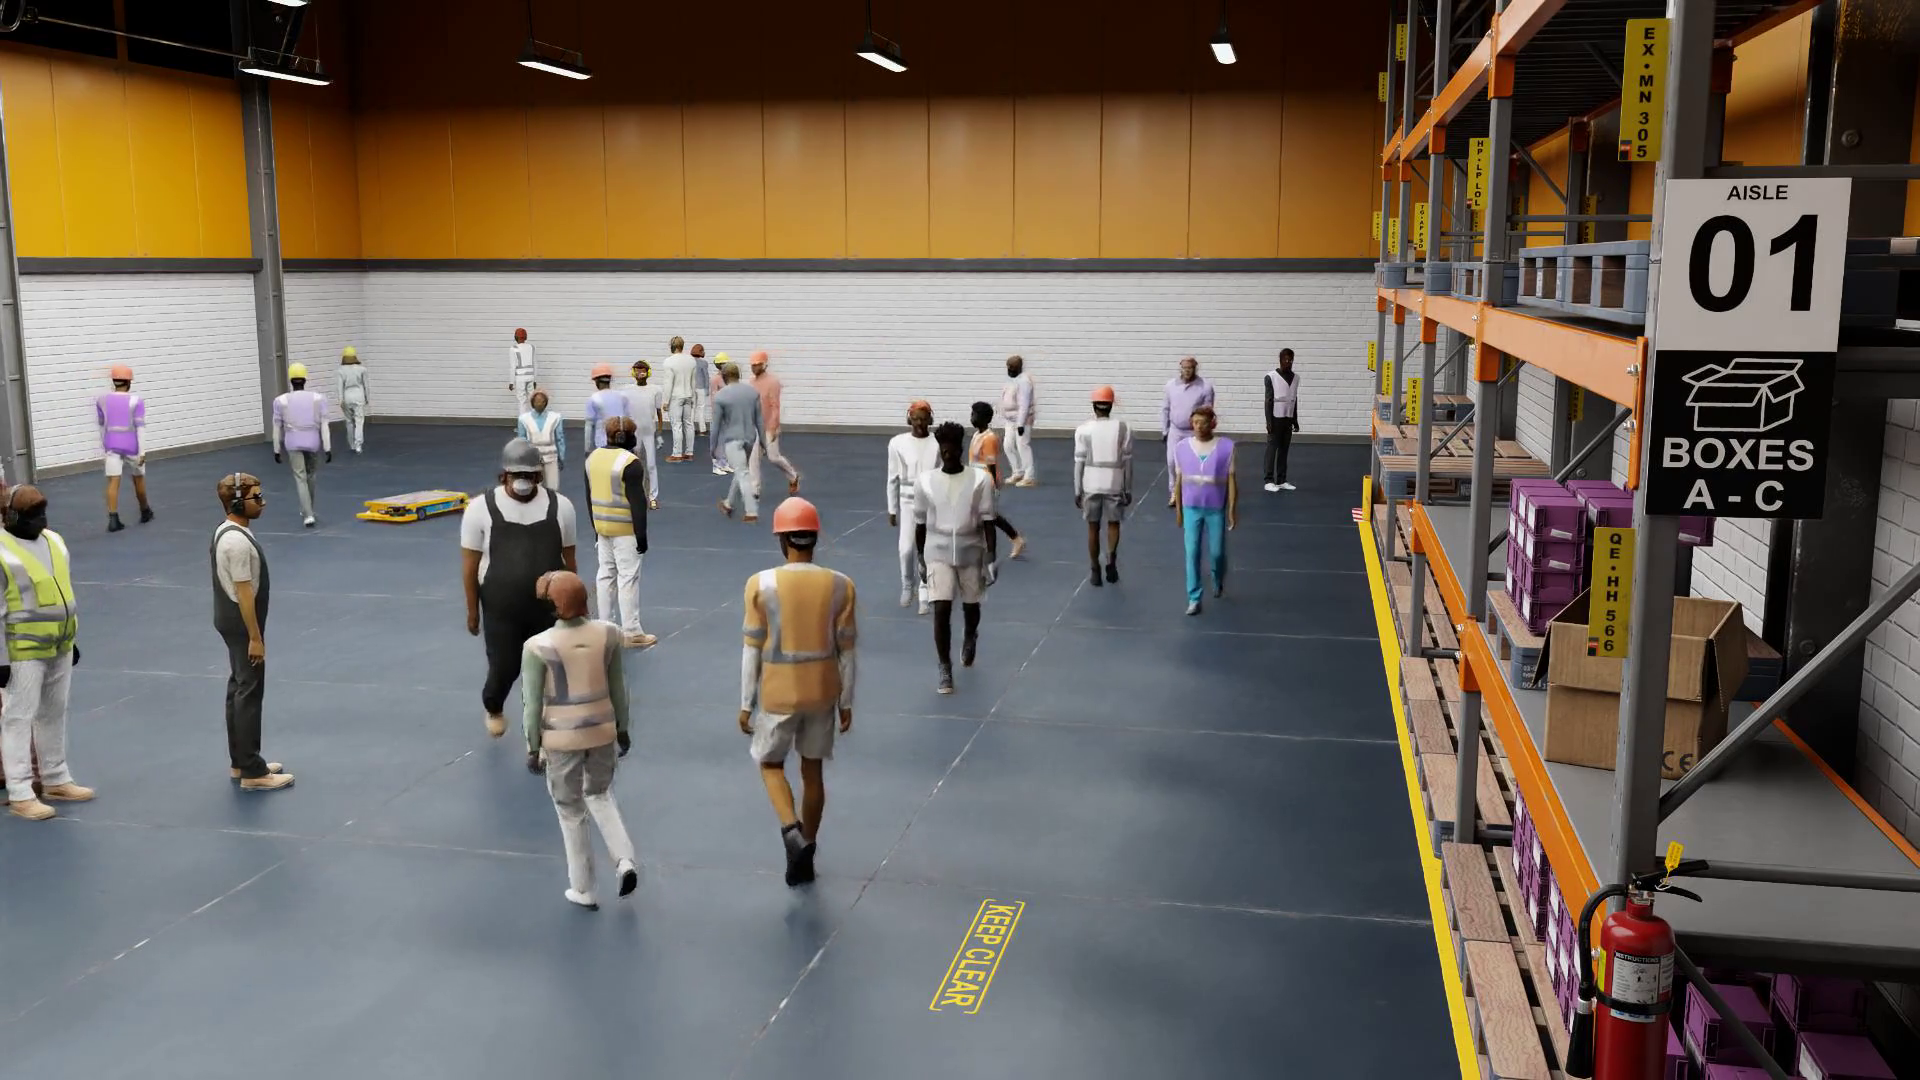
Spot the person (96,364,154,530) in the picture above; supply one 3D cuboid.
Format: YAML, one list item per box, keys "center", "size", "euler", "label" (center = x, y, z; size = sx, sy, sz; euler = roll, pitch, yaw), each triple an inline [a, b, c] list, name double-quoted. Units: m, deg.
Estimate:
- center: [-9.634, -1.076, 19.172]
  size: [0.546, 1.890, 0.996]
  euler: [-2, 10, -11]
  label: "person"

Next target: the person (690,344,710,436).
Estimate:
- center: [-4.646, -2.668, 29.528]
  size: [0.511, 1.627, 0.277]
  euler: [6, 11, 33]
  label: "person"

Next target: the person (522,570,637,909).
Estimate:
- center: [-1.776, 0.942, 7.764]
  size: [0.526, 1.620, 0.394]
  euler: [-9, 13, -42]
  label: "person"

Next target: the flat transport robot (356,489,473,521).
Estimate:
- center: [-6.530, -0.425, 20.094]
  size: [0.652, 0.197, 1.431]
  euler: [4, 10, 24]
  label: "flat transport robot"

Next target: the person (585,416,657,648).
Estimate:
- center: [-2.694, -0.070, 13.246]
  size: [0.627, 1.839, 0.429]
  euler: [8, 12, 40]
  label: "person"

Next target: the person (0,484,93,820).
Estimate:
- center: [-5.108, 0.602, 9.190]
  size: [0.429, 1.840, 0.633]
  euler: [2, 10, 10]
  label: "person"

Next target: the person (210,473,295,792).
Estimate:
- center: [-4.119, 0.528, 9.619]
  size: [0.340, 1.845, 0.513]
  euler: [-6, 11, -32]
  label: "person"

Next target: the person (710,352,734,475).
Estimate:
- center: [-3.423, -1.830, 24.055]
  size: [0.302, 1.772, 0.523]
  euler: [4, 10, 22]
  label: "person"

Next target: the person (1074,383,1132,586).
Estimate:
- center: [1.338, -0.504, 15.604]
  size: [0.552, 1.920, 0.499]
  euler: [0, 9, 2]
  label: "person"

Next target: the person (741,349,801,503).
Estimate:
- center: [-2.457, -1.472, 21.317]
  size: [0.625, 1.972, 0.843]
  euler: [7, 12, 38]
  label: "person"

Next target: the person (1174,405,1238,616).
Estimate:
- center: [2.154, -0.286, 14.566]
  size: [0.572, 1.832, 0.674]
  euler: [3, 10, 17]
  label: "person"

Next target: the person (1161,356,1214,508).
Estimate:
- center: [2.806, -1.329, 20.662]
  size: [0.673, 1.887, 0.656]
  euler: [3, 10, 17]
  label: "person"

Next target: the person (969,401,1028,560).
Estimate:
- center: [0.315, -0.578, 16.826]
  size: [0.785, 1.673, 0.537]
  euler: [-2, 10, -12]
  label: "person"

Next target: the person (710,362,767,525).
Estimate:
- center: [-2.671, -1.152, 19.599]
  size: [0.642, 1.883, 1.022]
  euler: [-8, 12, -41]
  label: "person"

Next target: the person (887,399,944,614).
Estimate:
- center: [-0.336, -0.284, 14.456]
  size: [0.578, 1.872, 0.405]
  euler: [-1, 9, -5]
  label: "person"

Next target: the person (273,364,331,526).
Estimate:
- center: [-7.691, -1.114, 19.432]
  size: [0.600, 1.881, 1.015]
  euler: [-6, 11, -30]
  label: "person"

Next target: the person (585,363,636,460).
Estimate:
- center: [-4.141, -1.123, 19.466]
  size: [0.560, 1.875, 1.011]
  euler: [-8, 12, -40]
  label: "person"

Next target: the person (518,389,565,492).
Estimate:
- center: [-4.764, -0.911, 18.939]
  size: [0.514, 1.628, 0.445]
  euler: [-3, 10, -15]
  label: "person"

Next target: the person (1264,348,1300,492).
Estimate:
- center: [4.309, -1.614, 22.330]
  size: [0.587, 1.913, 0.394]
  euler: [-6, 11, -34]
  label: "person"

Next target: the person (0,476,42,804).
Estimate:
- center: [-5.438, 0.538, 9.379]
  size: [0.651, 1.906, 0.403]
  euler: [3, 10, 20]
  label: "person"

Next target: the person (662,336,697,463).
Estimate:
- center: [-4.308, -2.154, 25.501]
  size: [0.371, 1.940, 0.630]
  euler: [7, 12, 36]
  label: "person"

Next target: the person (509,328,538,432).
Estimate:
- center: [-7.890, -2.883, 30.058]
  size: [0.354, 1.883, 0.572]
  euler: [8, 12, 40]
  label: "person"

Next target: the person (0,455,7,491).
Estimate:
- center: [-10.234, -0.622, 17.342]
  size: [0.868, 1.574, 0.514]
  euler: [2, 10, 15]
  label: "person"

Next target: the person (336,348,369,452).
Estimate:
- center: [-9.837, -2.272, 26.968]
  size: [0.481, 1.685, 0.935]
  euler: [-3, 10, -17]
  label: "person"

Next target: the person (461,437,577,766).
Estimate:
- center: [-2.664, 0.343, 10.150]
  size: [0.692, 2.000, 0.700]
  euler: [-5, 10, -26]
  label: "person"

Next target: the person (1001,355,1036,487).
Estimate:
- center: [0.823, -1.612, 22.637]
  size: [0.518, 1.804, 0.645]
  euler: [-4, 10, -23]
  label: "person"

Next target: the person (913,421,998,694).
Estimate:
- center: [-0.033, 0.089, 11.988]
  size: [0.615, 1.939, 0.758]
  euler: [0, 9, 0]
  label: "person"

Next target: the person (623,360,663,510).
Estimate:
- center: [-3.922, -1.293, 20.540]
  size: [0.508, 1.865, 0.329]
  euler: [0, 9, -1]
  label: "person"

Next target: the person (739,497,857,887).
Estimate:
- center: [-0.769, 0.759, 8.024]
  size: [0.580, 1.913, 0.606]
  euler: [-3, 10, -19]
  label: "person"
